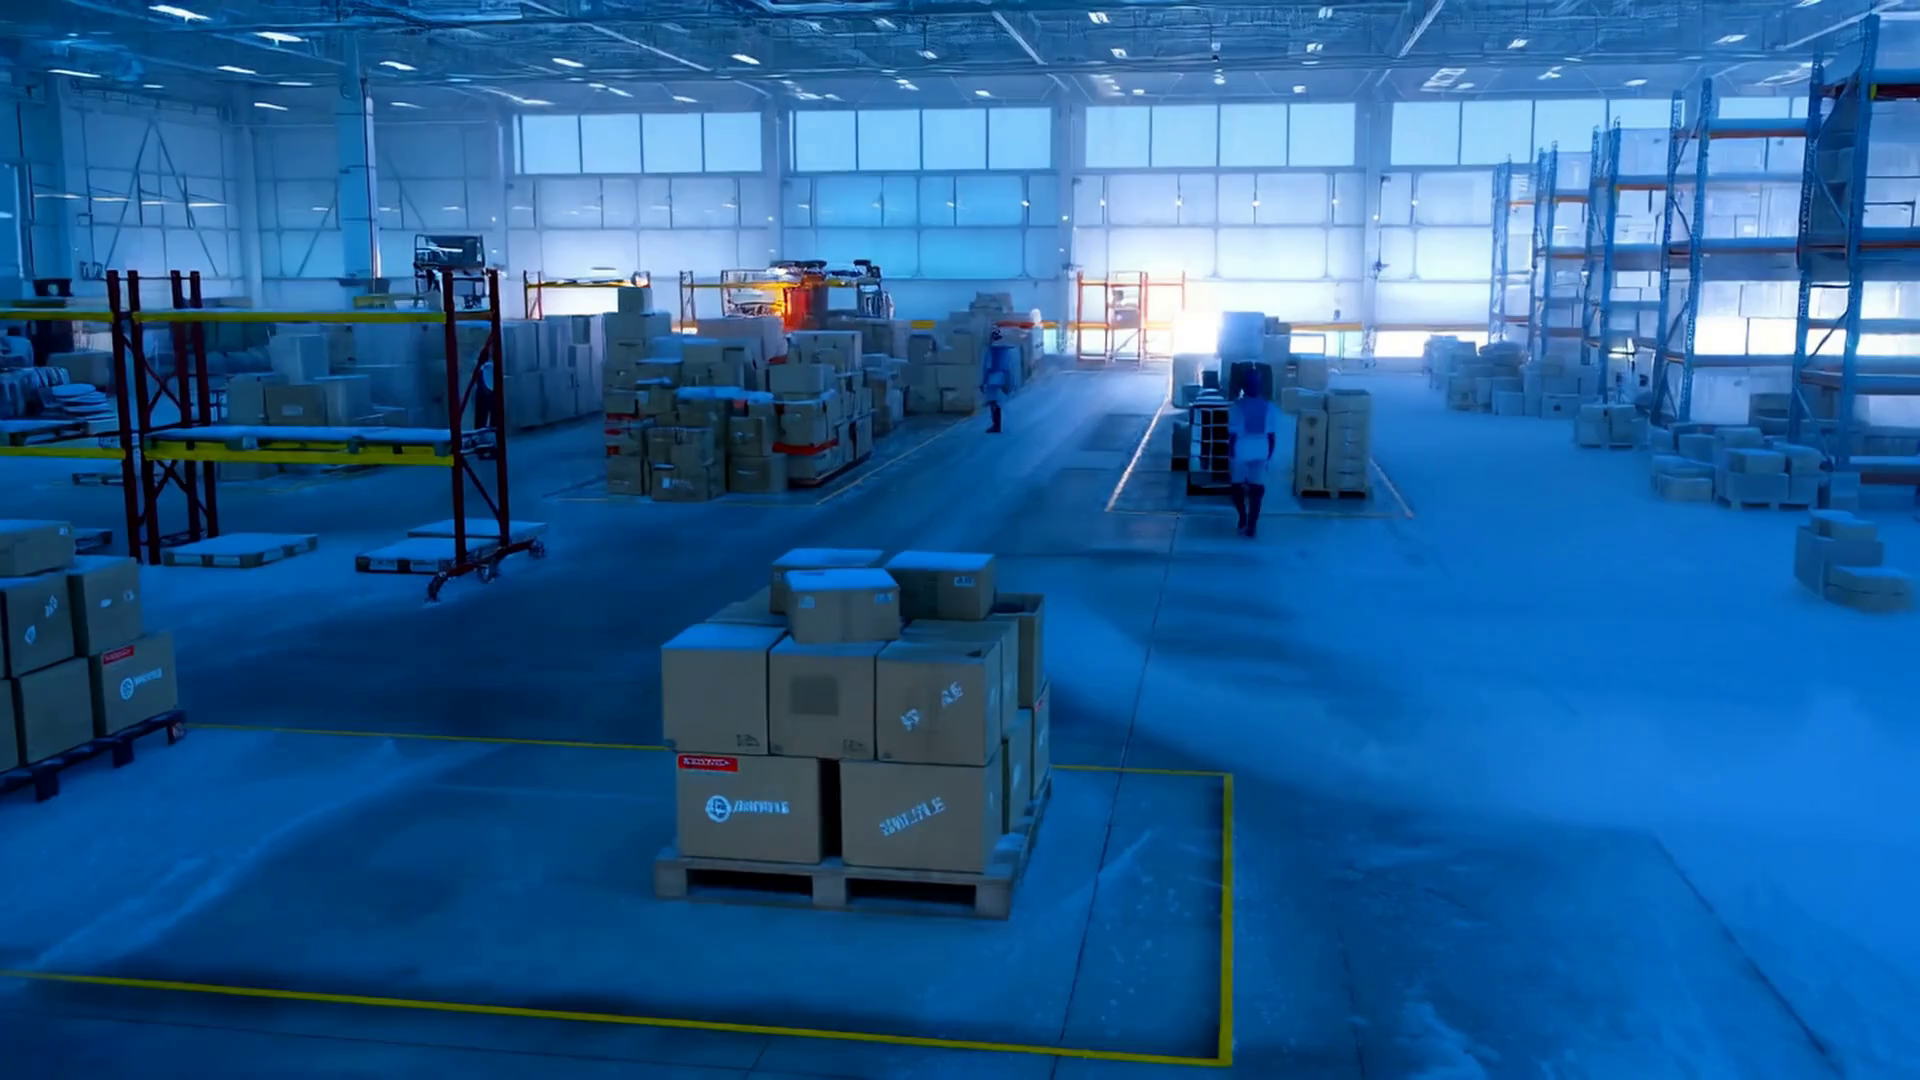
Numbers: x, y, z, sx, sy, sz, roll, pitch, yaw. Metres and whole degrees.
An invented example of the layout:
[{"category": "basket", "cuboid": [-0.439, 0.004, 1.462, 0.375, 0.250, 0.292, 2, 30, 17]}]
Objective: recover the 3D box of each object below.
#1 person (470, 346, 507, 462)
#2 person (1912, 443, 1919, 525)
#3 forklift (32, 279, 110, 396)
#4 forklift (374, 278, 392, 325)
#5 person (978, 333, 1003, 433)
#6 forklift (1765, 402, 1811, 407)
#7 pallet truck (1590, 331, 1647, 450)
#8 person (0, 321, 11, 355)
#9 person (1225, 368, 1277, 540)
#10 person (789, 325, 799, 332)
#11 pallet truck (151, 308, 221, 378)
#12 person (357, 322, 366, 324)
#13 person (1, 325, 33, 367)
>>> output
[{"category": "person", "cuboid": [-7.488, -2.150, 26.357, 0.506, 1.847, 0.345, 3, 10, 16]}, {"category": "person", "cuboid": [11.505, -0.989, 19.645, 0.318, 1.698, 0.539, 2, 9, 13]}, {"category": "forklift", "cuboid": [-21.349, -4.766, 39.306, 1.873, 2.768, 1.129, 1, 9, 9]}, {"category": "forklift", "cuboid": [-15.152, -5.494, 43.797, 1.873, 2.768, 1.129, -3, 10, -17]}, {"category": "person", "cuboid": [0.612, -2.937, 31.125, 0.371, 1.885, 0.672, 5, 11, 30]}, {"category": "forklift", "cuboid": [17.808, -4.364, 36.831, 1.873, 2.768, 1.129, 1, 9, 9]}, {"category": "pallet truck", "cuboid": [11.253, -2.573, 28.499, 0.823, 1.965, 1.885, 5, 10, 27]}, {"category": "person", "cuboid": [-22.466, -4.219, 39.124, 0.753, 1.847, 0.645, 6, 11, 31]}, {"category": "person", "cuboid": [3.260, -0.965, 18.721, 0.618, 1.949, 0.412, -2, 9, -10]}, {"category": "person", "cuboid": [-3.461, -3.607, 35.223, 0.598, 1.885, 0.903, 1, 9, 8]}, {"category": "pallet truck", "cuboid": [-21.869, -5.598, 47.154, 0.823, 1.965, 1.885, 4, 10, 26]}, {"category": "person", "cuboid": [-15.262, -4.770, 42.368, 0.659, 1.889, 0.988, 5, 11, 31]}, {"category": "person", "cuboid": [-19.694, -3.546, 34.850, 0.998, 1.900, 0.637, 8, 12, 41]}]
